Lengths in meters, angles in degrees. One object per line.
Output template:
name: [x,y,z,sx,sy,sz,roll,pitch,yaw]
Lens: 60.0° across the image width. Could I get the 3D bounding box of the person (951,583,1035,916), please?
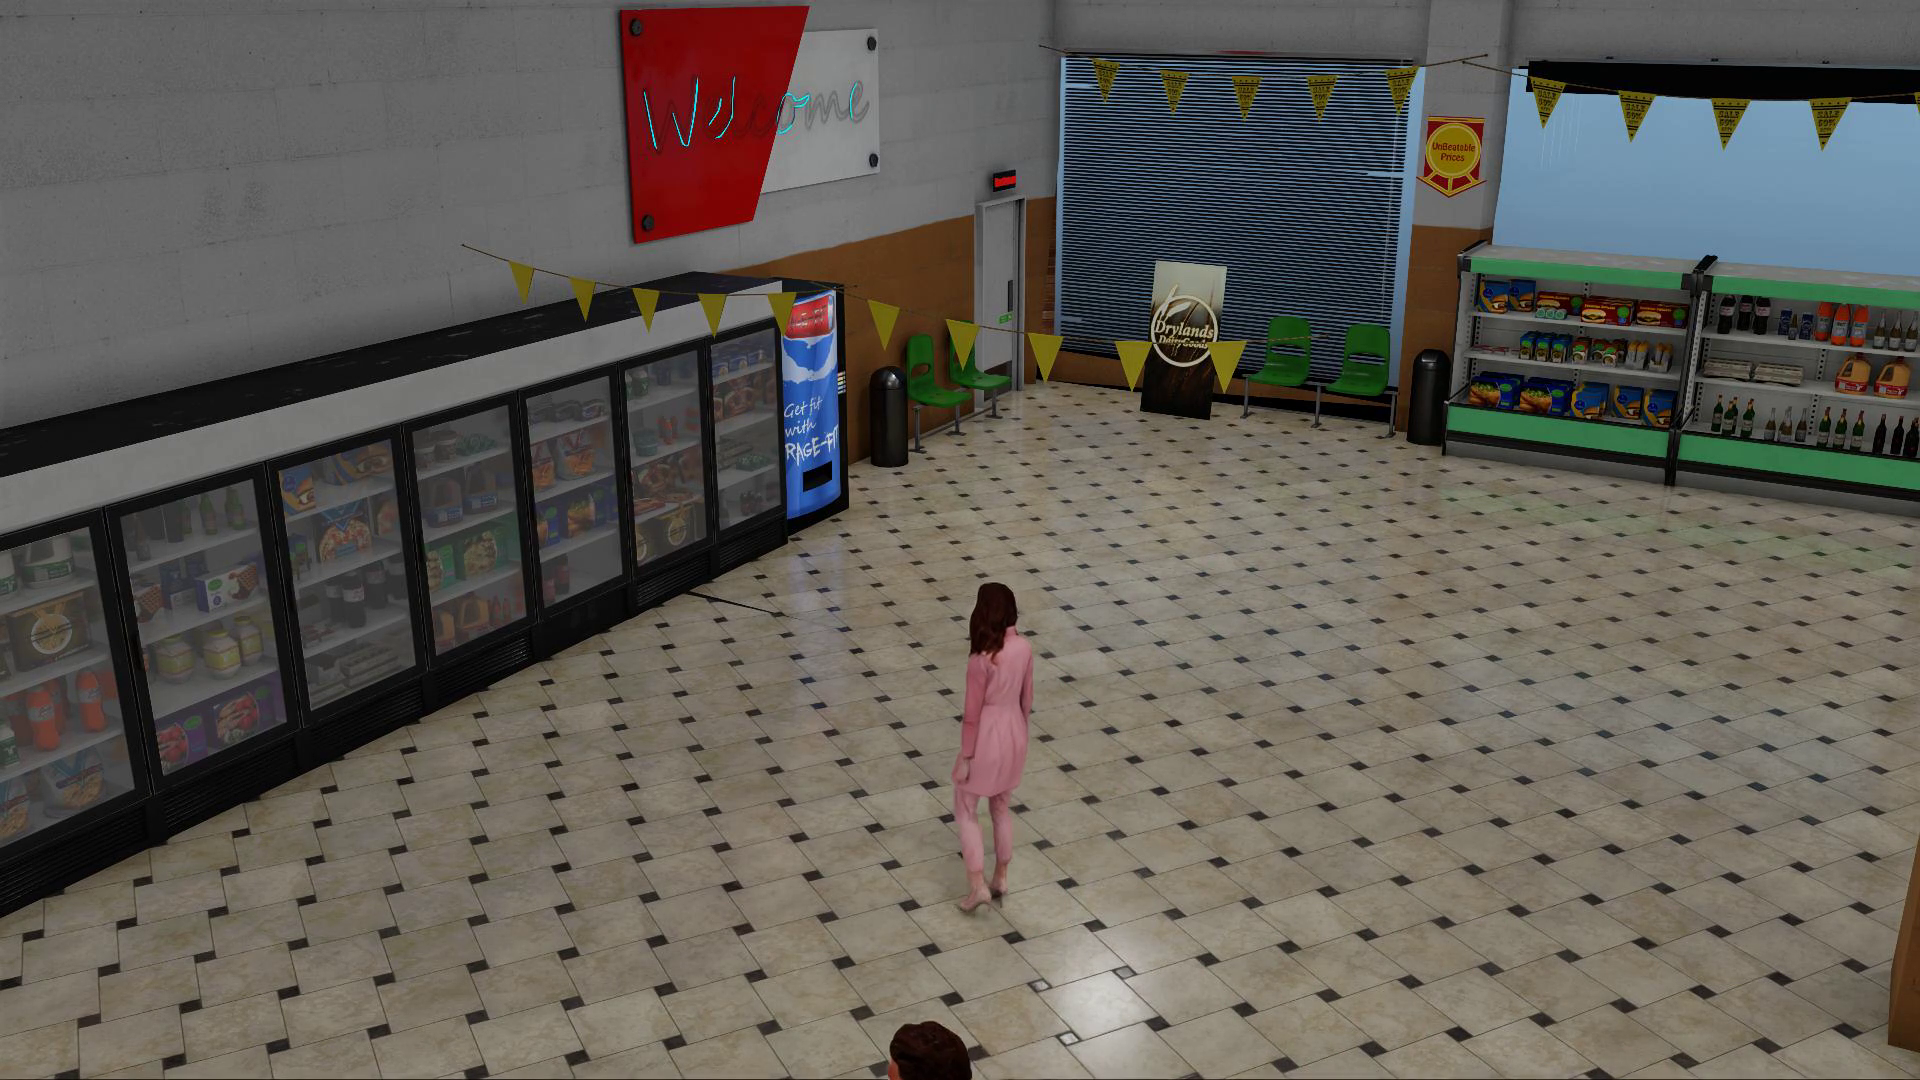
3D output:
person: [0.214,1.100,8.508,0.744,1.793,0.693,-16,24,-39]
